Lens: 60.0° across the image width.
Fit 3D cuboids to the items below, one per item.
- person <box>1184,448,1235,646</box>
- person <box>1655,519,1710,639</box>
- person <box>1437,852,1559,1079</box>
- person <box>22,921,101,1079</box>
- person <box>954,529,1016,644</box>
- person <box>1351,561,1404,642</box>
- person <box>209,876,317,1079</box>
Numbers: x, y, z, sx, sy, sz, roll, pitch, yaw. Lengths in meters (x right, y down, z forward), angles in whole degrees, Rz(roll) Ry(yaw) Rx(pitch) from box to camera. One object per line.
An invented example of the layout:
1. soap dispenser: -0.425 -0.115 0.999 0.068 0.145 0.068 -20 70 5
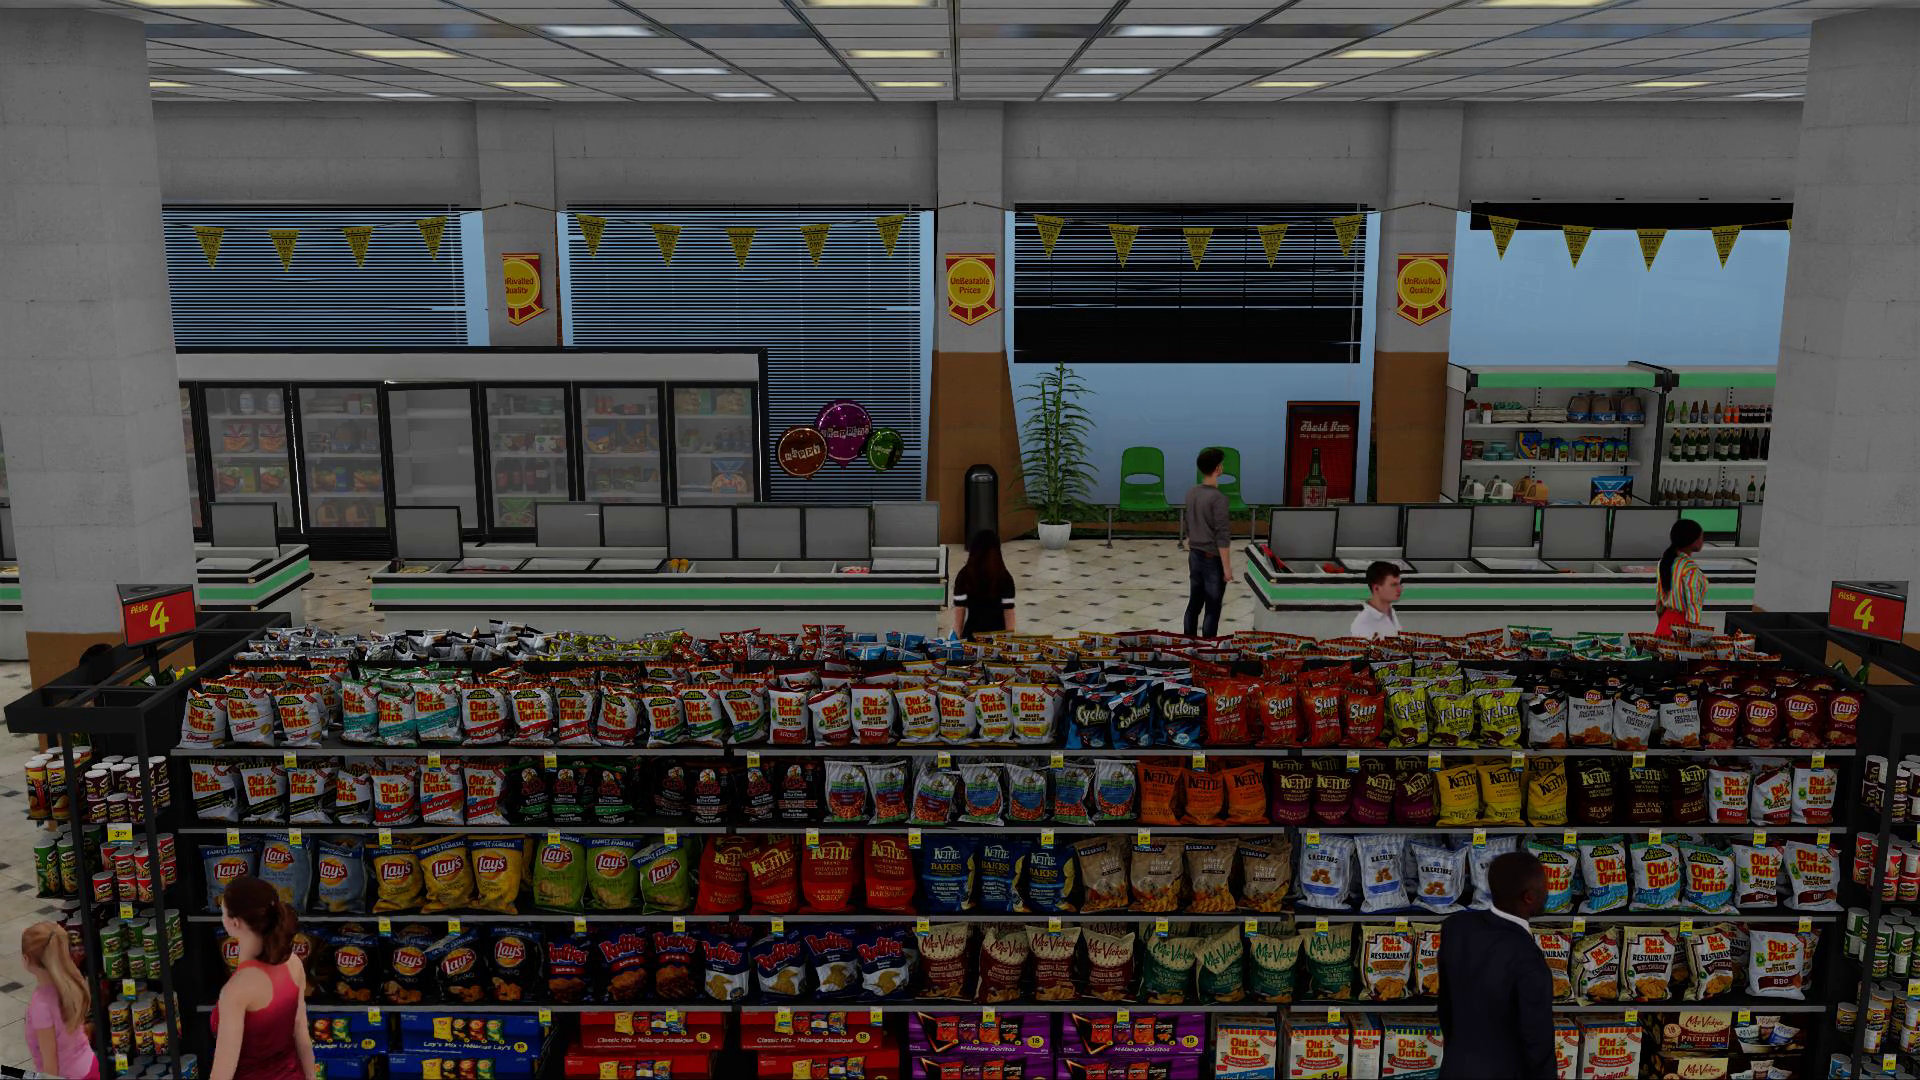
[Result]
1. person: 2.098 0.170 14.133 0.767 1.911 0.786 -6 13 -28
2. person: 5.067 0.729 11.769 0.590 1.793 0.636 -2 12 -12
3. person: 1.890 1.957 5.862 0.724 1.824 0.775 -4 13 -20
4. person: -3.448 2.106 6.542 0.810 1.251 0.507 -1 12 -3
5. person: 0.172 0.755 12.089 0.964 1.610 0.748 1 12 7
6. person: 2.483 1.023 10.273 0.977 1.835 0.889 7 14 31
7. person: -2.351 2.030 5.775 1.167 1.716 0.704 2 12 11
